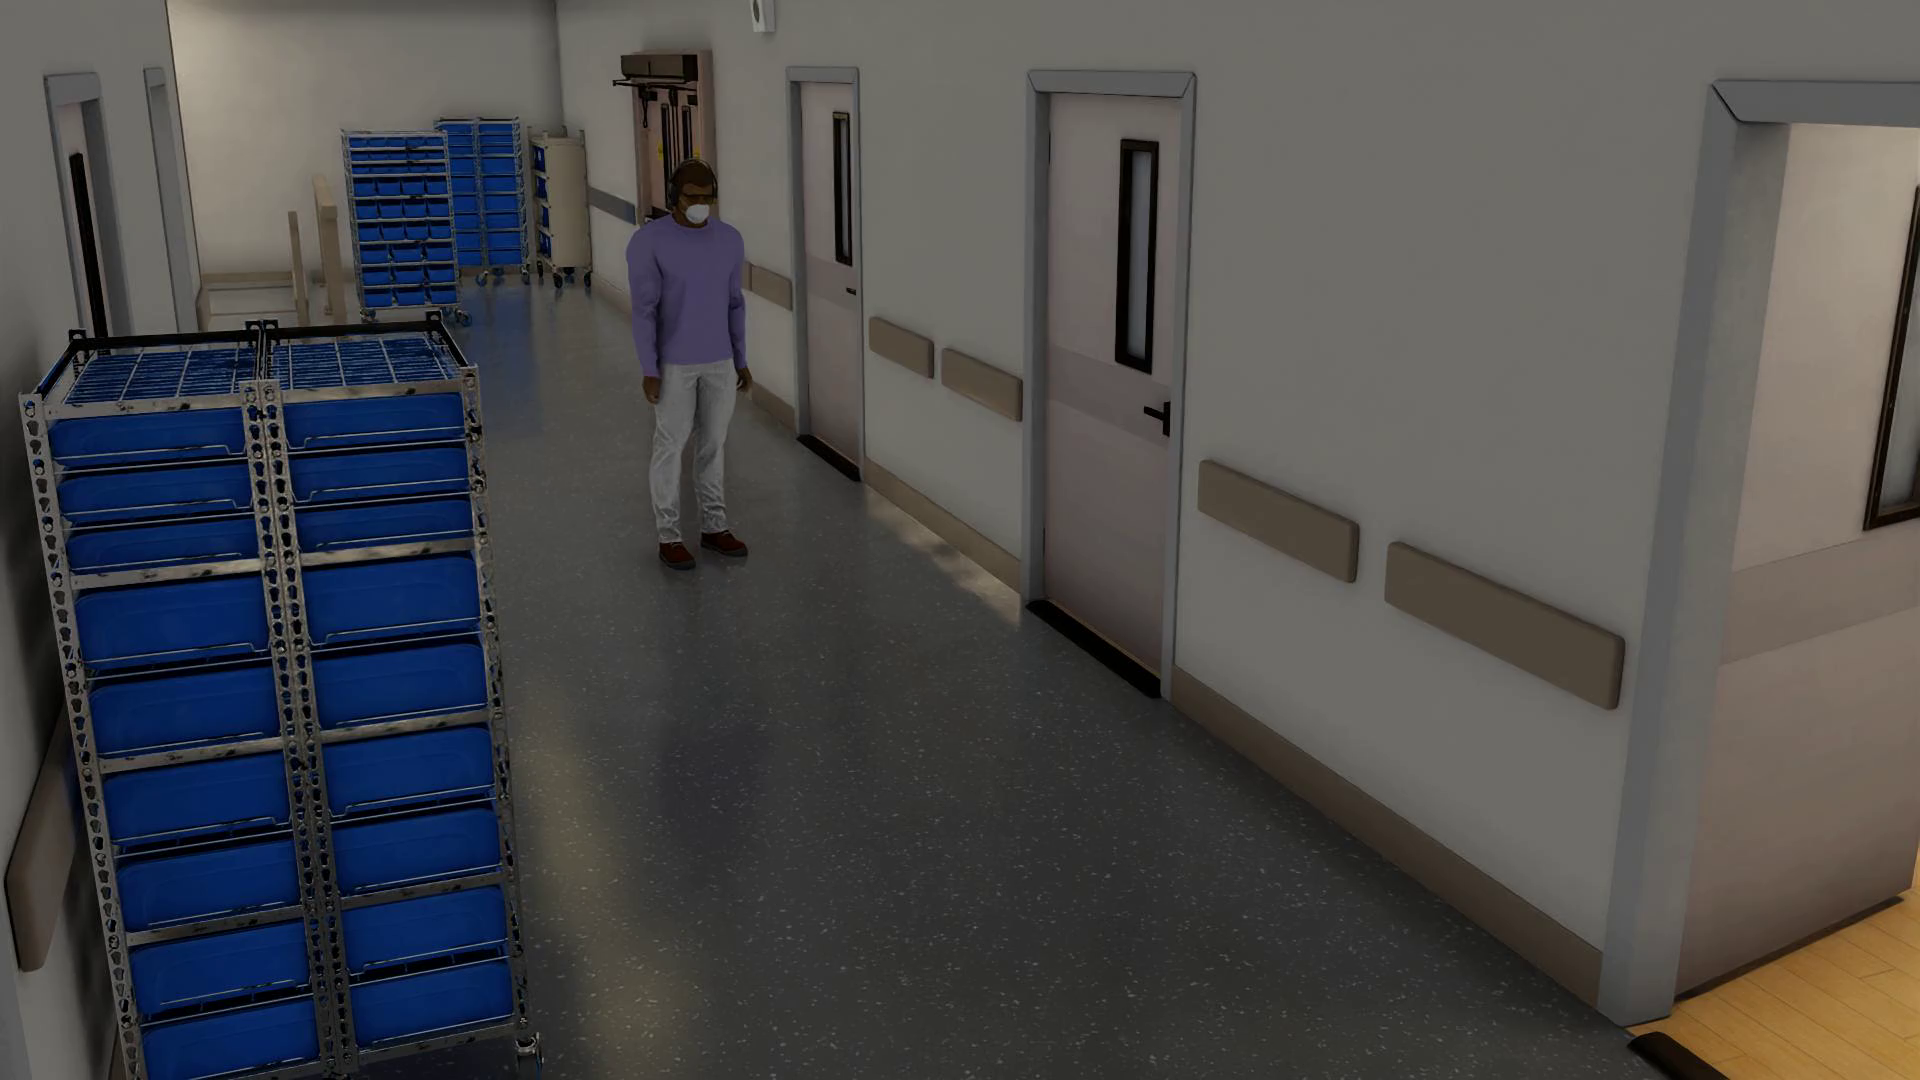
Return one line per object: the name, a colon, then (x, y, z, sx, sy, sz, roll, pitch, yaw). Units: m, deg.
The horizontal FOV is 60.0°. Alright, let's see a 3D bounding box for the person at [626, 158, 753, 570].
person: (-1.270, -0.839, 7.957, 0.627, 1.933, 0.374, -14, 21, -39)
